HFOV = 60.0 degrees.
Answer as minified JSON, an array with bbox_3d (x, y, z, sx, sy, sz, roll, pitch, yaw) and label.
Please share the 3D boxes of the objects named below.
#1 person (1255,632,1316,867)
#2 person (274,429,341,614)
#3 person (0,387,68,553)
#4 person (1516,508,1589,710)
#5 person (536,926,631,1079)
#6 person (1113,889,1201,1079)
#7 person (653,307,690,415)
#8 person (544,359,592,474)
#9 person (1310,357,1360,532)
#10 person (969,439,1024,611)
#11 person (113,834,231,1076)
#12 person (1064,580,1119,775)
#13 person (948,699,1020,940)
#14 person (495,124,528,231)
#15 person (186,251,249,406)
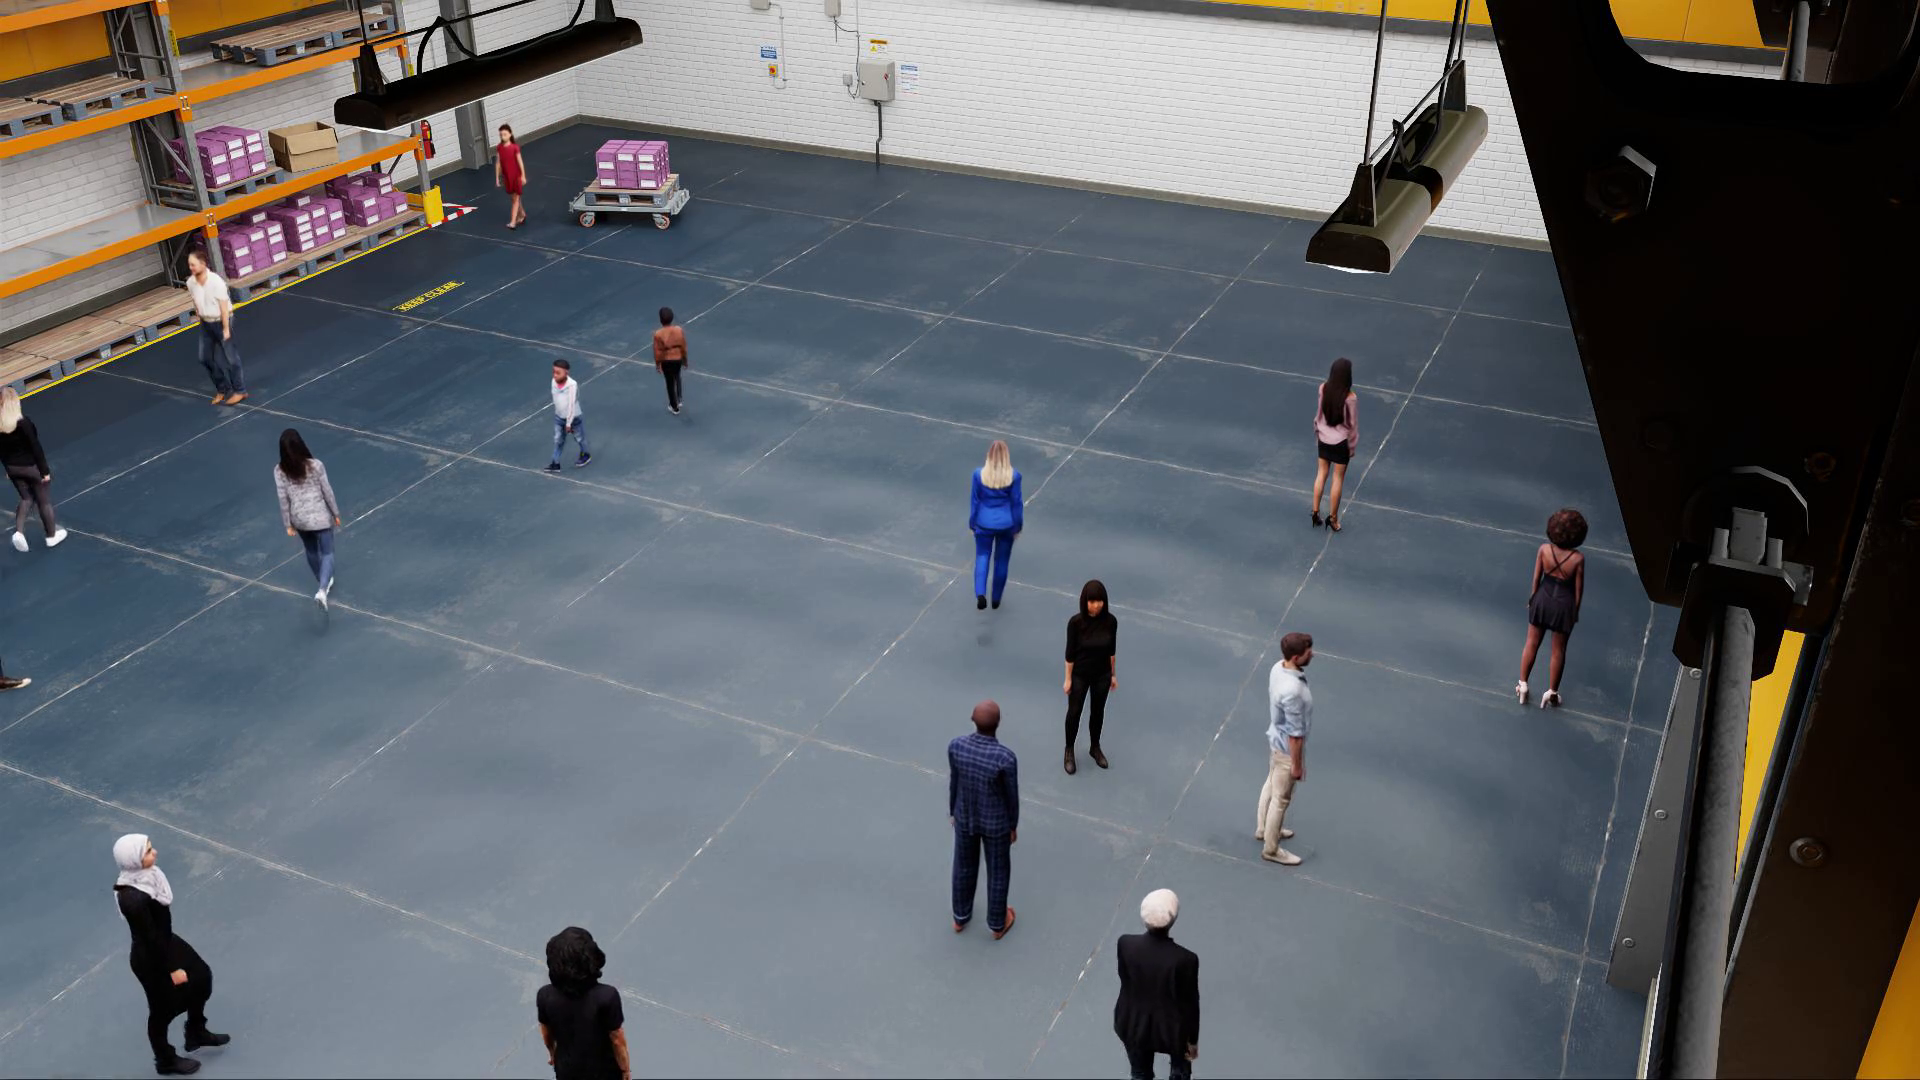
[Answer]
[{"bbox_3d":[2.288,1.443,11.753,0.793,1.849,0.644,0,29,1],"label":"person"},{"bbox_3d":[-5.796,-0.153,14.822,0.976,1.710,1.151,-4,29,-8],"label":"person"},{"bbox_3d":[-8.882,-0.620,15.718,0.753,1.673,0.941,5,29,9],"label":"person"},{"bbox_3d":[4.789,0.561,13.429,0.574,1.790,0.567,17,33,28],"label":"person"},{"bbox_3d":[-2.047,2.939,9.055,0.967,1.805,1.177,0,29,0],"label":"person"},{"bbox_3d":[1.055,2.655,8.816,0.733,1.762,0.673,11,30,19],"label":"person"},{"bbox_3d":[-3.226,-2.003,18.699,0.591,1.246,0.679,-16,33,-27],"label":"person"},{"bbox_3d":[-4.068,-1.323,17.472,0.465,1.226,0.842,13,31,22],"label":"person"},{"bbox_3d":[3.629,-0.924,16.131,0.651,1.811,0.683,-25,37,-38],"label":"person"},{"bbox_3d":[0.311,-0.075,14.702,0.749,1.688,0.860,4,29,7],"label":"person"},{"bbox_3d":[-4.860,2.513,9.879,0.830,1.763,0.763,-7,29,-12],"label":"person"},{"bbox_3d":[0.991,1.019,12.745,0.657,1.642,0.687,-6,29,-10],"label":"person"},{"bbox_3d":[0.152,1.846,11.047,0.661,1.815,0.594,10,30,17],"label":"person"},{"bbox_3d":[-6.618,-5.399,24.649,0.749,1.509,1.098,4,29,8],"label":"person"},{"bbox_3d":[-8.363,-2.454,18.911,0.706,1.835,0.710,8,30,14],"label":"person"}]
